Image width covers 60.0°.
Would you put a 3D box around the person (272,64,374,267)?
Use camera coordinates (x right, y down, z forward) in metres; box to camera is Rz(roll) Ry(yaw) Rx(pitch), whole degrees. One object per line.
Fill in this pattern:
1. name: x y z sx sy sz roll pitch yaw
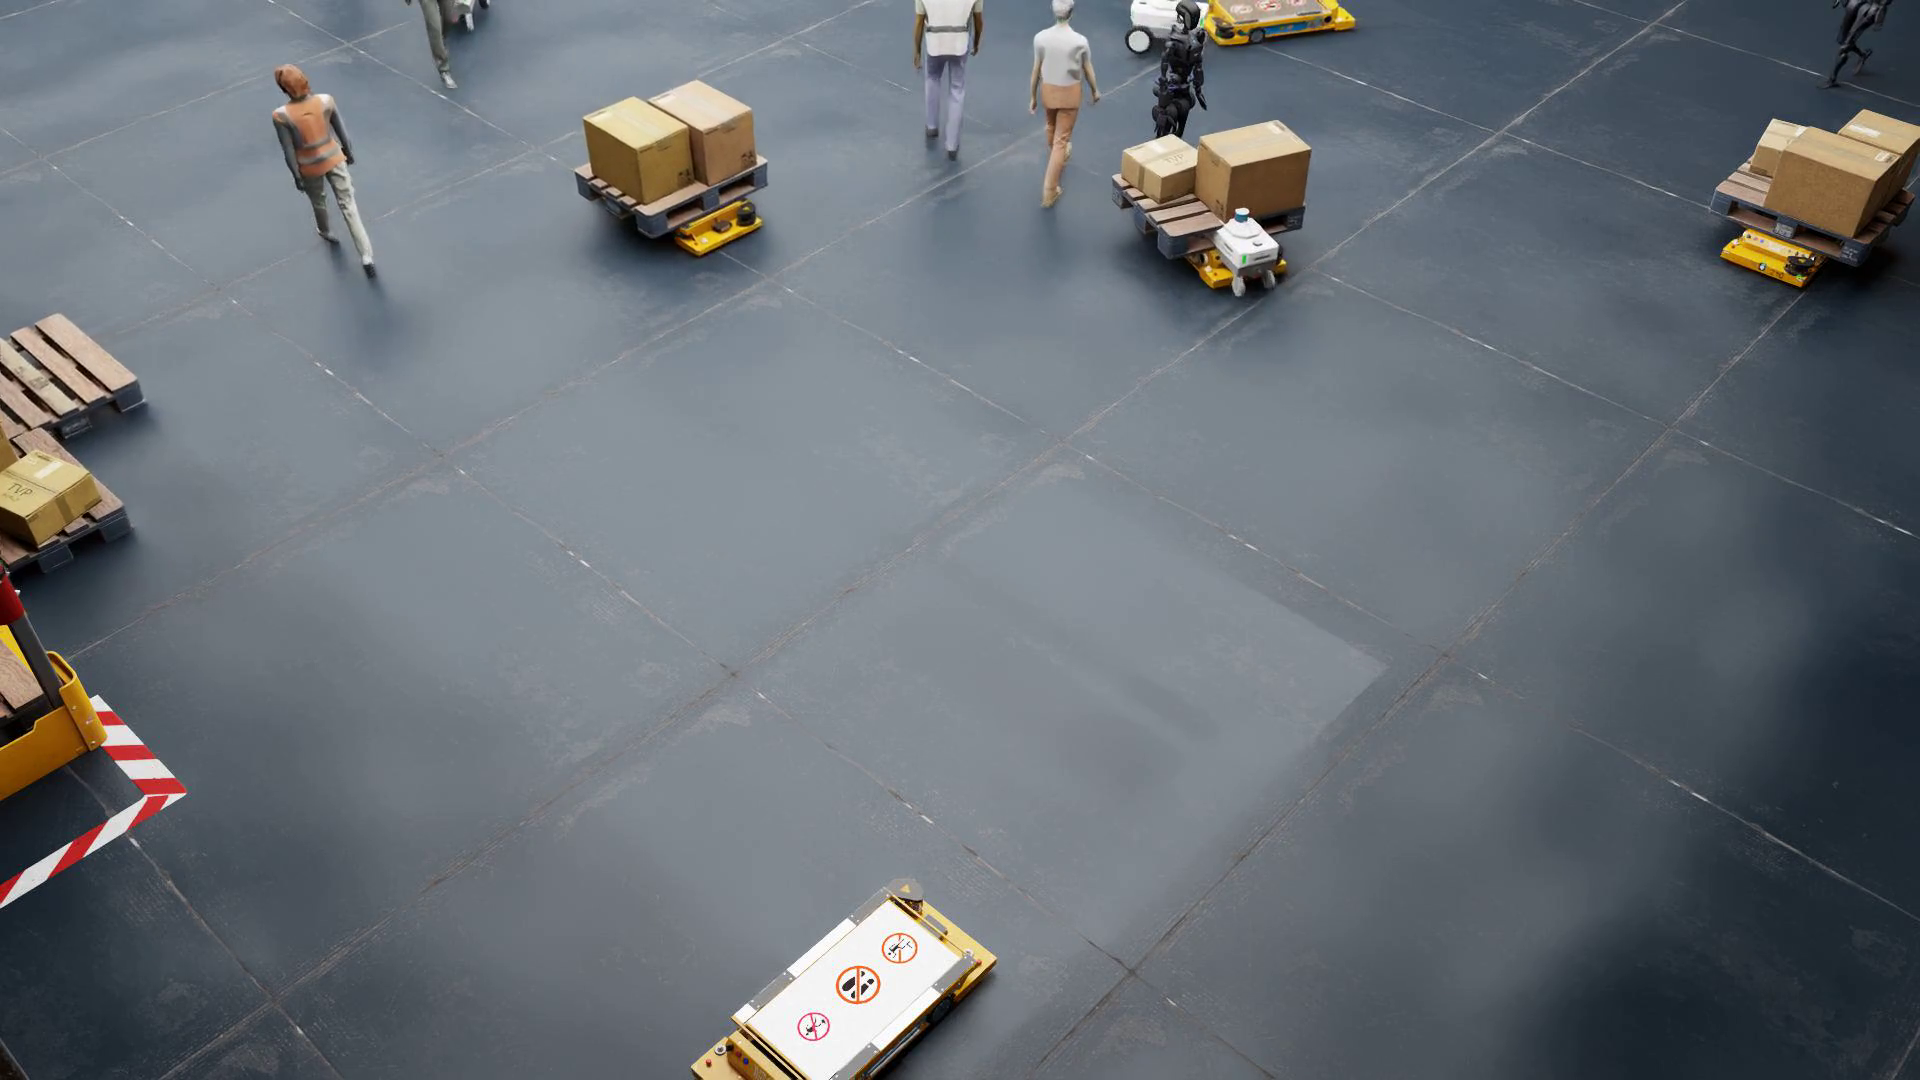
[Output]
1. person: -4.872 -2.871 12.727 0.526 1.587 0.887 -26 48 -26

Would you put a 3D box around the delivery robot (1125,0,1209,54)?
1. delivery robot: 1.960 -4.921 15.793 0.807 0.609 0.499 10 43 11

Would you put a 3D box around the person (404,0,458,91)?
1. person: -4.783 -5.070 15.013 0.577 1.818 0.763 -27 48 -27

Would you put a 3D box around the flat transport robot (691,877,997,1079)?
1. flat transport robot: -0.540 2.262 8.012 0.659 0.231 1.431 32 51 30

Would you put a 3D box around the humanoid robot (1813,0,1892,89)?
1. humanoid robot: 8.182 -4.863 14.896 0.614 1.638 0.613 -12 43 -13

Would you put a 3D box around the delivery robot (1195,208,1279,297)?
1. delivery robot: 2.136 -2.297 12.877 0.499 0.610 0.788 -16 44 -17

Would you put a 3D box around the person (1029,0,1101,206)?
1. person: 0.870 -3.635 13.492 0.483 1.702 0.880 18 45 19

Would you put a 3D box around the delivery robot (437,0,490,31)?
1. delivery robot: -4.923 -5.353 16.275 0.499 0.612 0.815 -3 42 -4

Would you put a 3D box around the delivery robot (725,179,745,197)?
1. delivery robot: -2.149 -3.076 13.746 0.815 0.614 0.499 -10 43 -11

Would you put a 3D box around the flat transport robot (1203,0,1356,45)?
1. flat transport robot: 3.065 -5.119 16.216 1.431 0.231 0.659 -11 43 -12

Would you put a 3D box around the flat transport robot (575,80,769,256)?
1. flat transport robot: -2.332 -2.779 13.615 0.659 0.231 1.431 -34 52 -32

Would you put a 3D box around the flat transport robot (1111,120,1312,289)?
1. flat transport robot: 1.965 -2.508 13.314 0.659 0.231 1.431 -16 44 -17

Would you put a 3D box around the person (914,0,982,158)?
1. person: -0.102 -4.174 14.005 0.577 1.816 0.714 -1 42 -1

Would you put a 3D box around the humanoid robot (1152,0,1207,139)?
1. humanoid robot: 1.760 -3.563 13.423 0.315 1.657 0.599 32 51 30

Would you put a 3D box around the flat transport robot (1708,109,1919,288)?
1. flat transport robot: 6.719 -2.492 13.295 0.659 0.231 1.431 32 51 30
